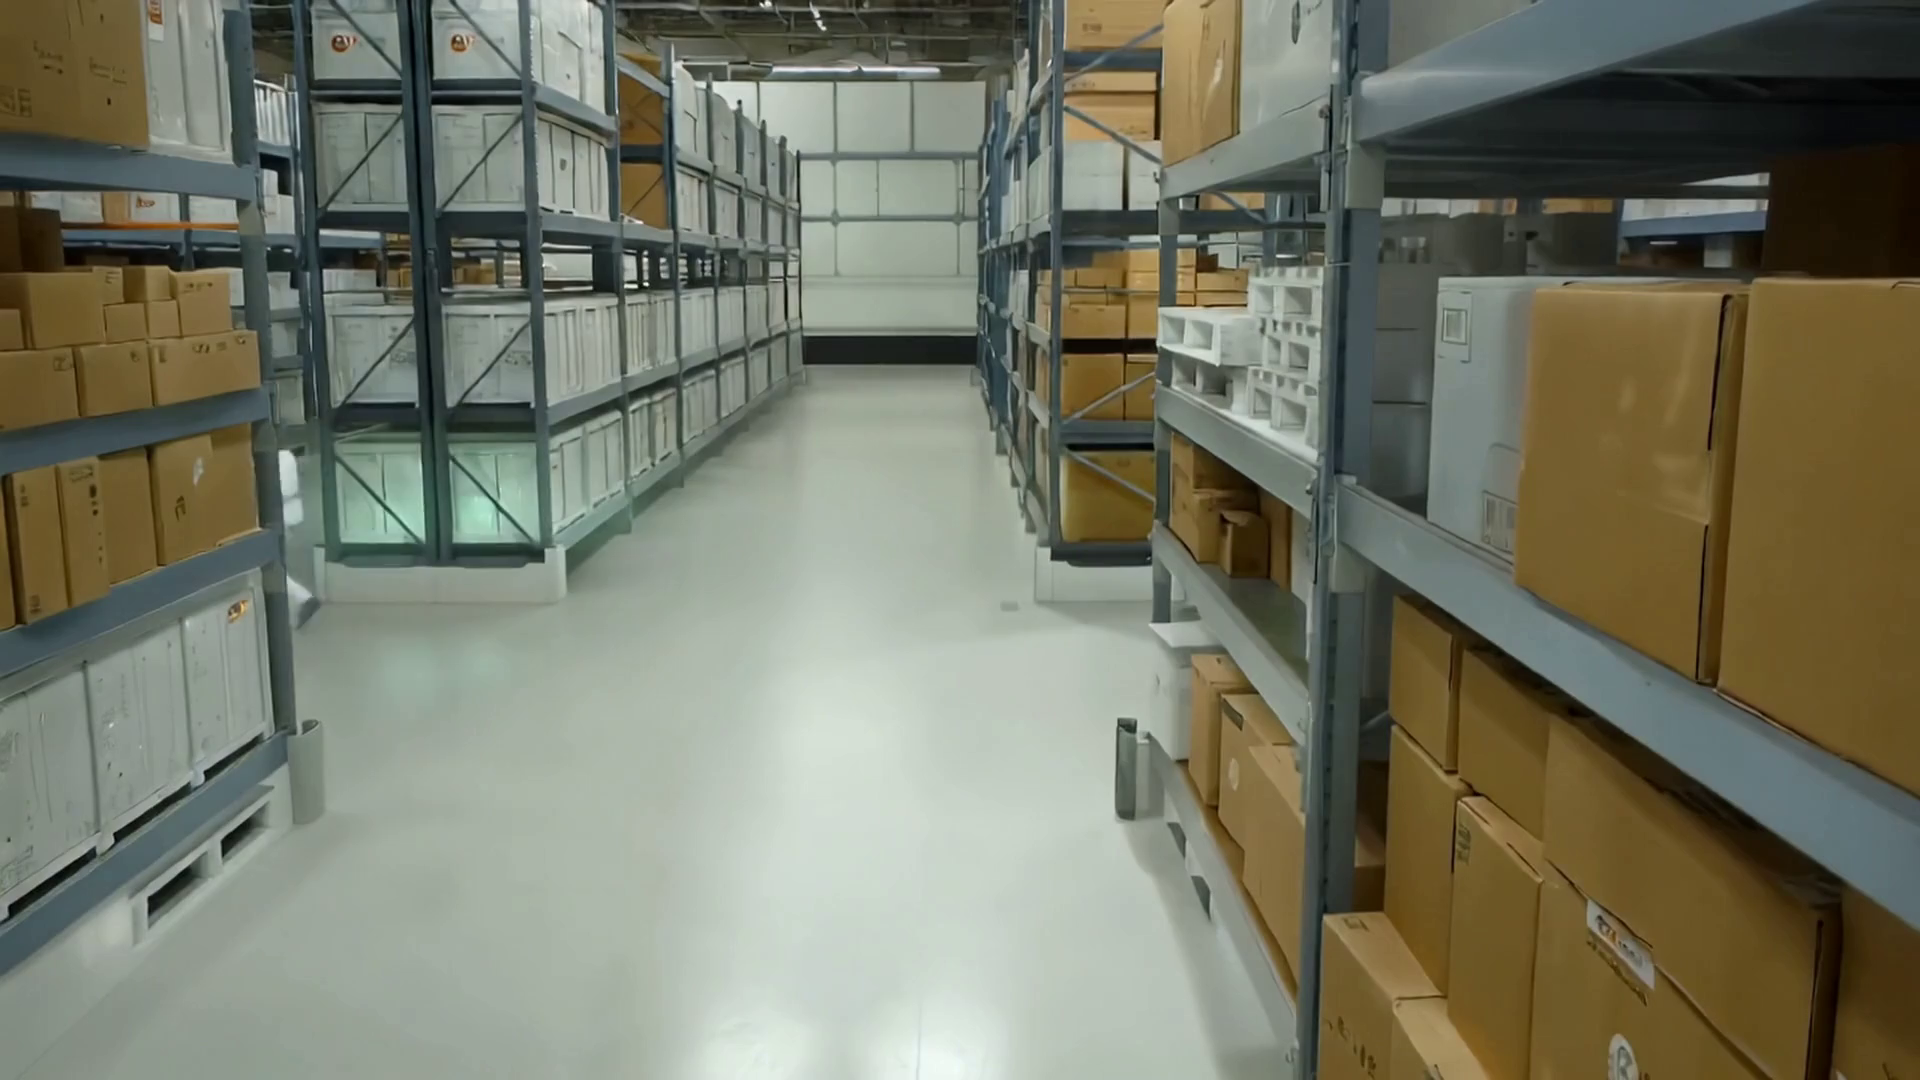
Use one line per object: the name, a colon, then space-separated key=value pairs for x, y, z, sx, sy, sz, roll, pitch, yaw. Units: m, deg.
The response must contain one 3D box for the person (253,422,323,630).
person: x=-5.649 y=-0.124 z=13.831 sx=0.531 sy=1.825 sz=0.585 roll=0 pitch=9 yaw=1
